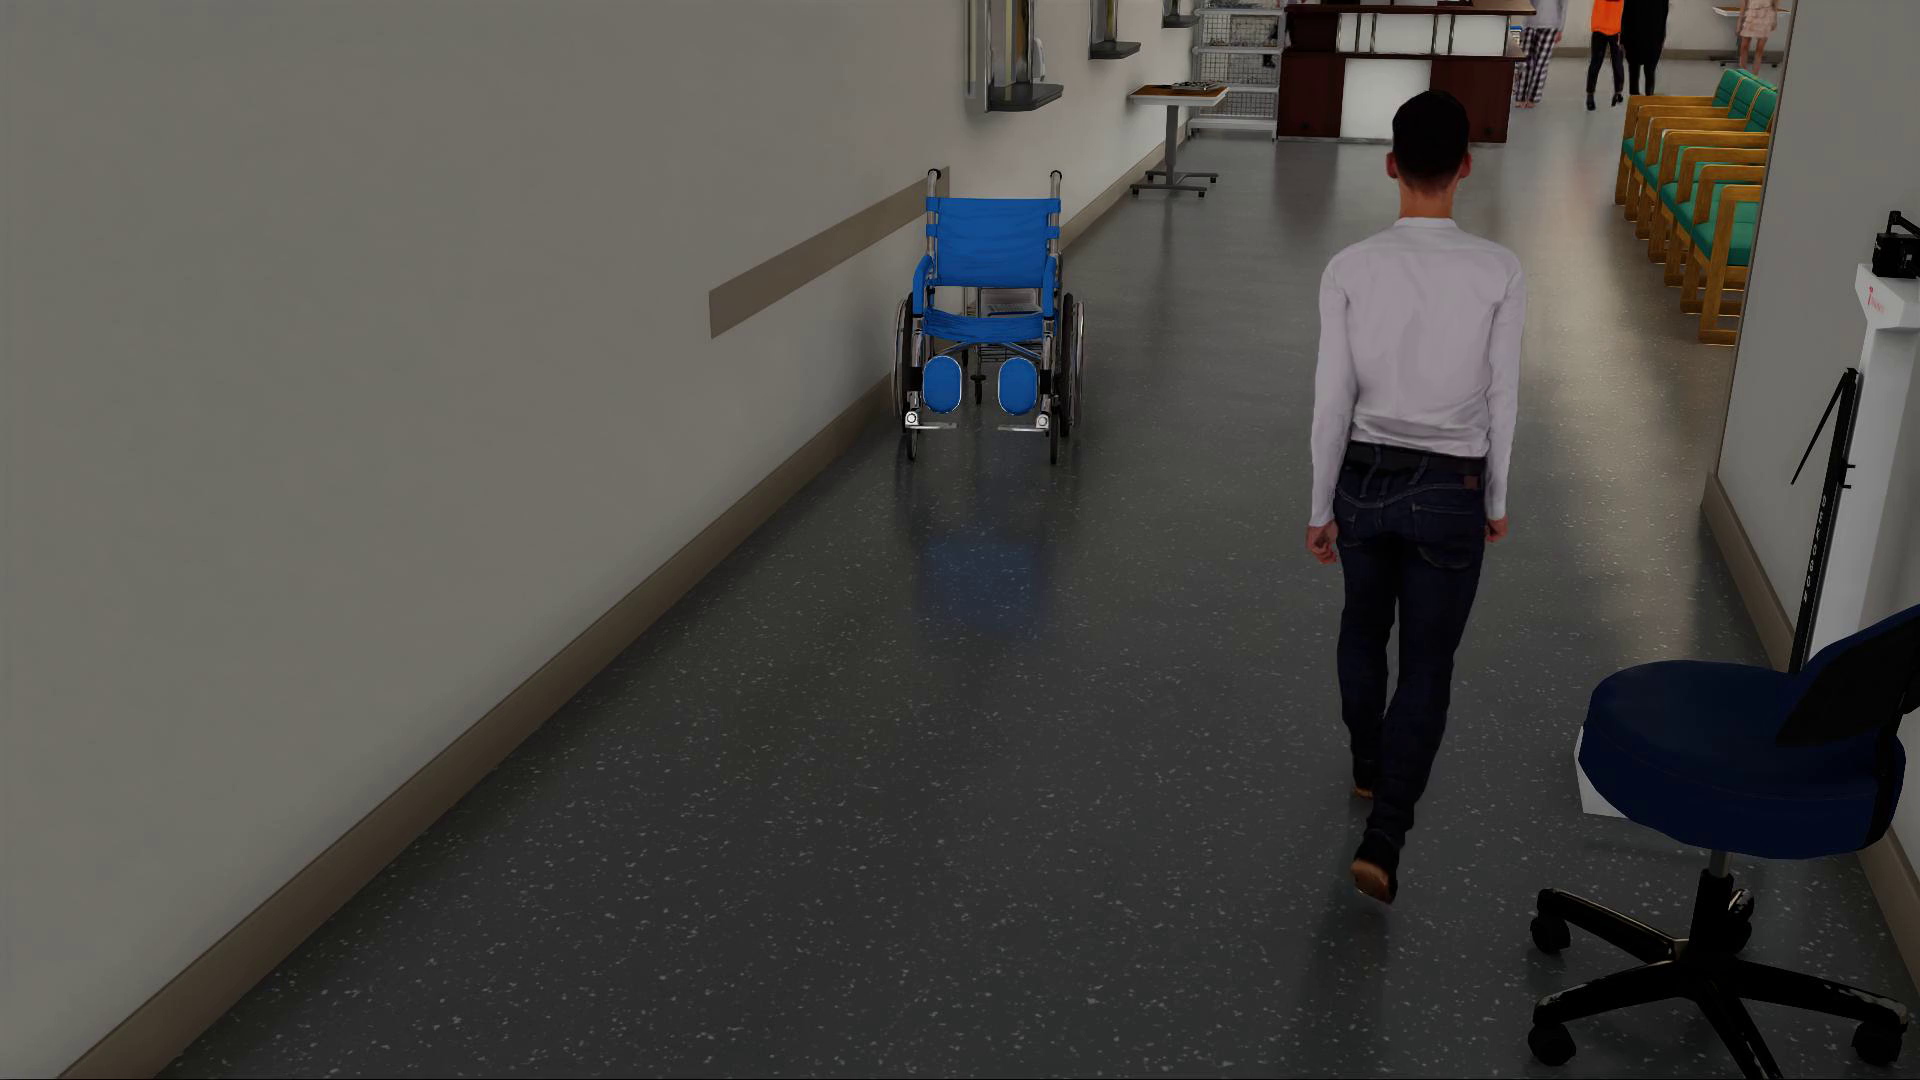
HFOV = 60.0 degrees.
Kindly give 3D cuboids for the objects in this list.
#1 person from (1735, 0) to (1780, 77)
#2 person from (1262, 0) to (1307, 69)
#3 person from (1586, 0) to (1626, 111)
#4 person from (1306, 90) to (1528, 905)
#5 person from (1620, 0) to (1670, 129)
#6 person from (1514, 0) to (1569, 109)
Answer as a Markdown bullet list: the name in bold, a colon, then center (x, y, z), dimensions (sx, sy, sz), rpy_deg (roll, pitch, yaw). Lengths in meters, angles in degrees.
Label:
- **person**: center (10.357, -6.658, 21.462), dimensions (0.626, 1.708, 0.763), rpy_deg (8, 22, 21)
- **person**: center (4.707, -7.787, 24.318), dimensions (1.222, 1.796, 0.897), rpy_deg (11, 24, 28)
- **person**: center (7.458, -5.816, 19.238), dimensions (1.097, 1.709, 0.963), rpy_deg (16, 26, 35)
- **person**: center (1.037, -0.062, 3.853), dimensions (1.169, 1.846, 0.777), rpy_deg (8, 22, 20)
- **person**: center (7.298, -5.284, 17.734), dimensions (0.652, 1.779, 0.734), rpy_deg (4, 21, 11)
- **person**: center (6.887, -6.033, 19.650), dimensions (0.803, 1.823, 0.775), rpy_deg (9, 23, 23)
